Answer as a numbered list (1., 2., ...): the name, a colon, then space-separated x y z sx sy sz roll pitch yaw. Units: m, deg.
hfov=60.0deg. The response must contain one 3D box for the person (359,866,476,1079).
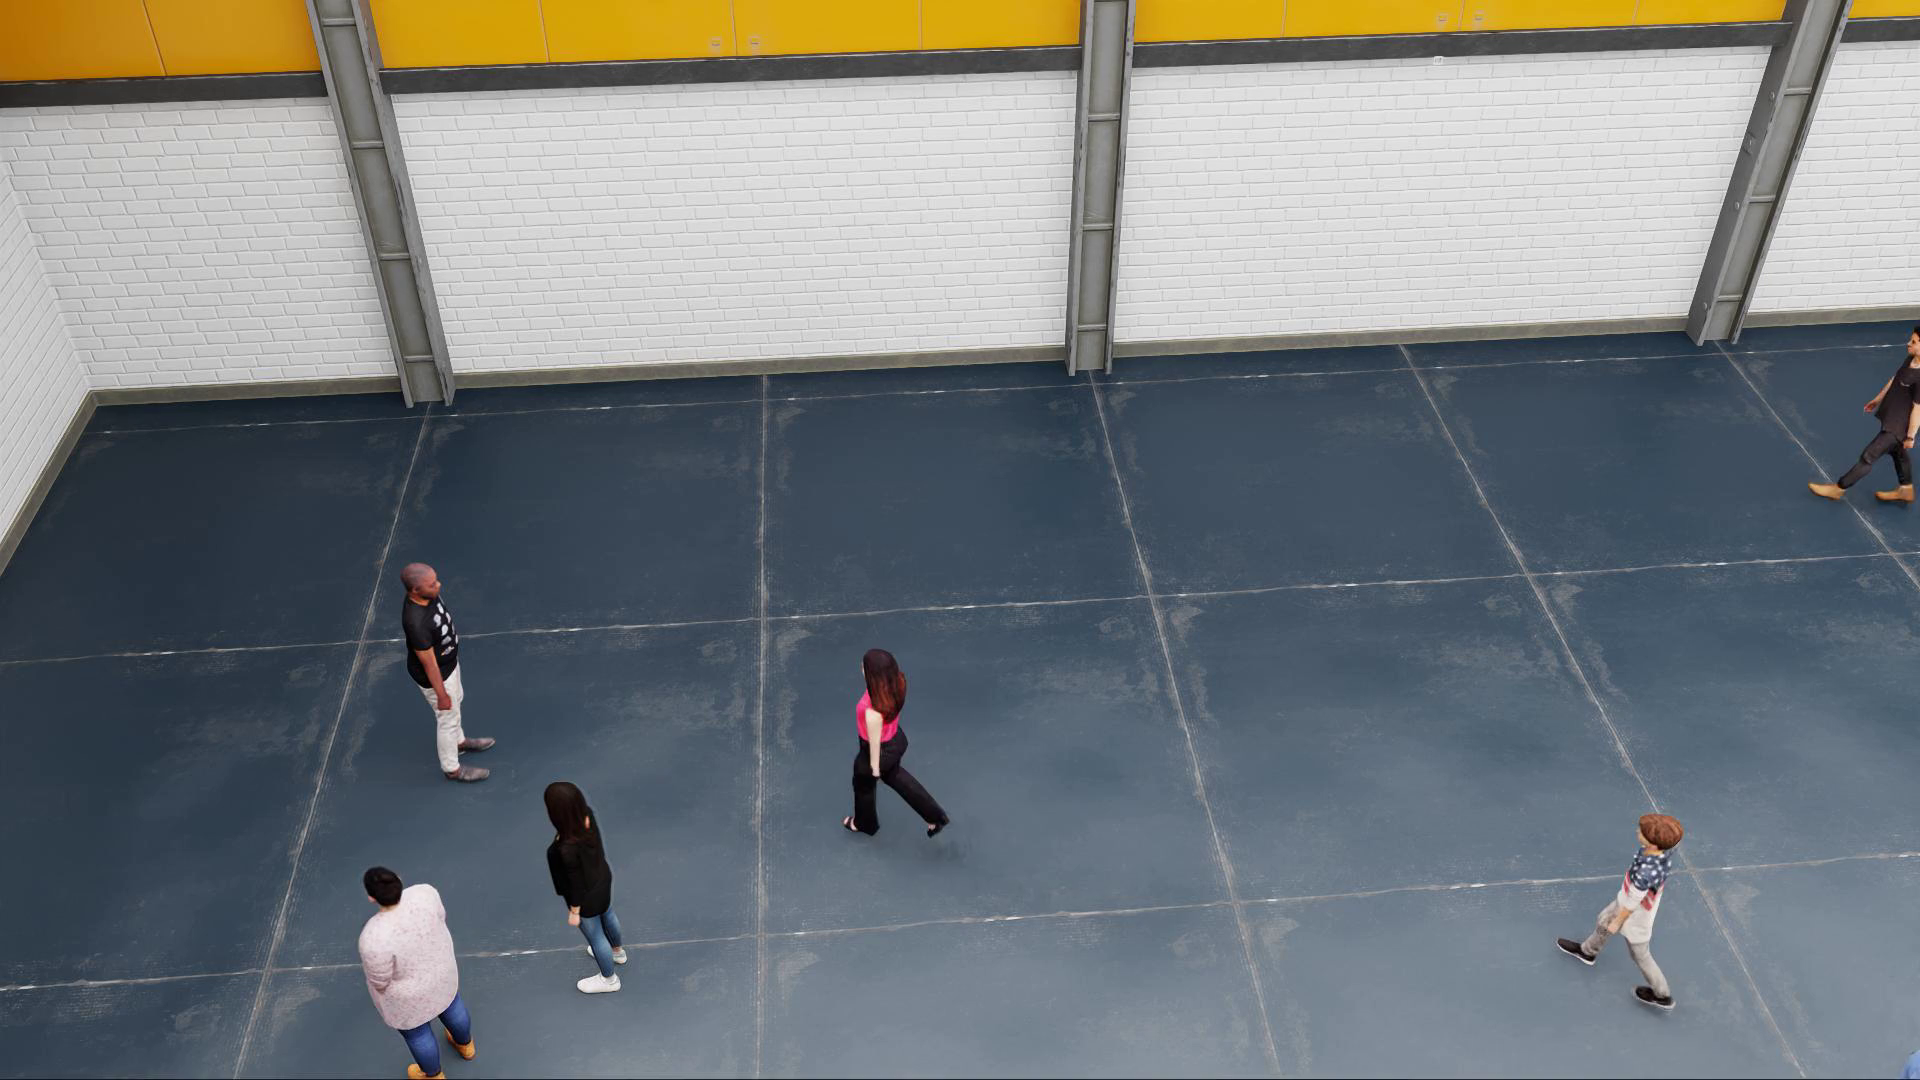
1. person: -2.979 2.360 9.086 0.835 1.744 0.797 22 44 25

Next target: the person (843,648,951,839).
1. person: -0.422 1.340 10.447 1.044 1.639 0.862 14 41 17

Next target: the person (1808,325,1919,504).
1. person: 7.593 -0.956 13.297 1.161 1.671 0.920 12 40 15

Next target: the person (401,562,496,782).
1. person: -3.444 0.852 10.928 0.627 1.802 0.673 -6 39 -8

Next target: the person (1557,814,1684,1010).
1. person: 3.985 2.156 9.611 1.001 1.407 0.895 25 45 28

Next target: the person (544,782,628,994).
1. person: -2.158 1.997 9.619 0.571 1.646 0.612 4 39 5
